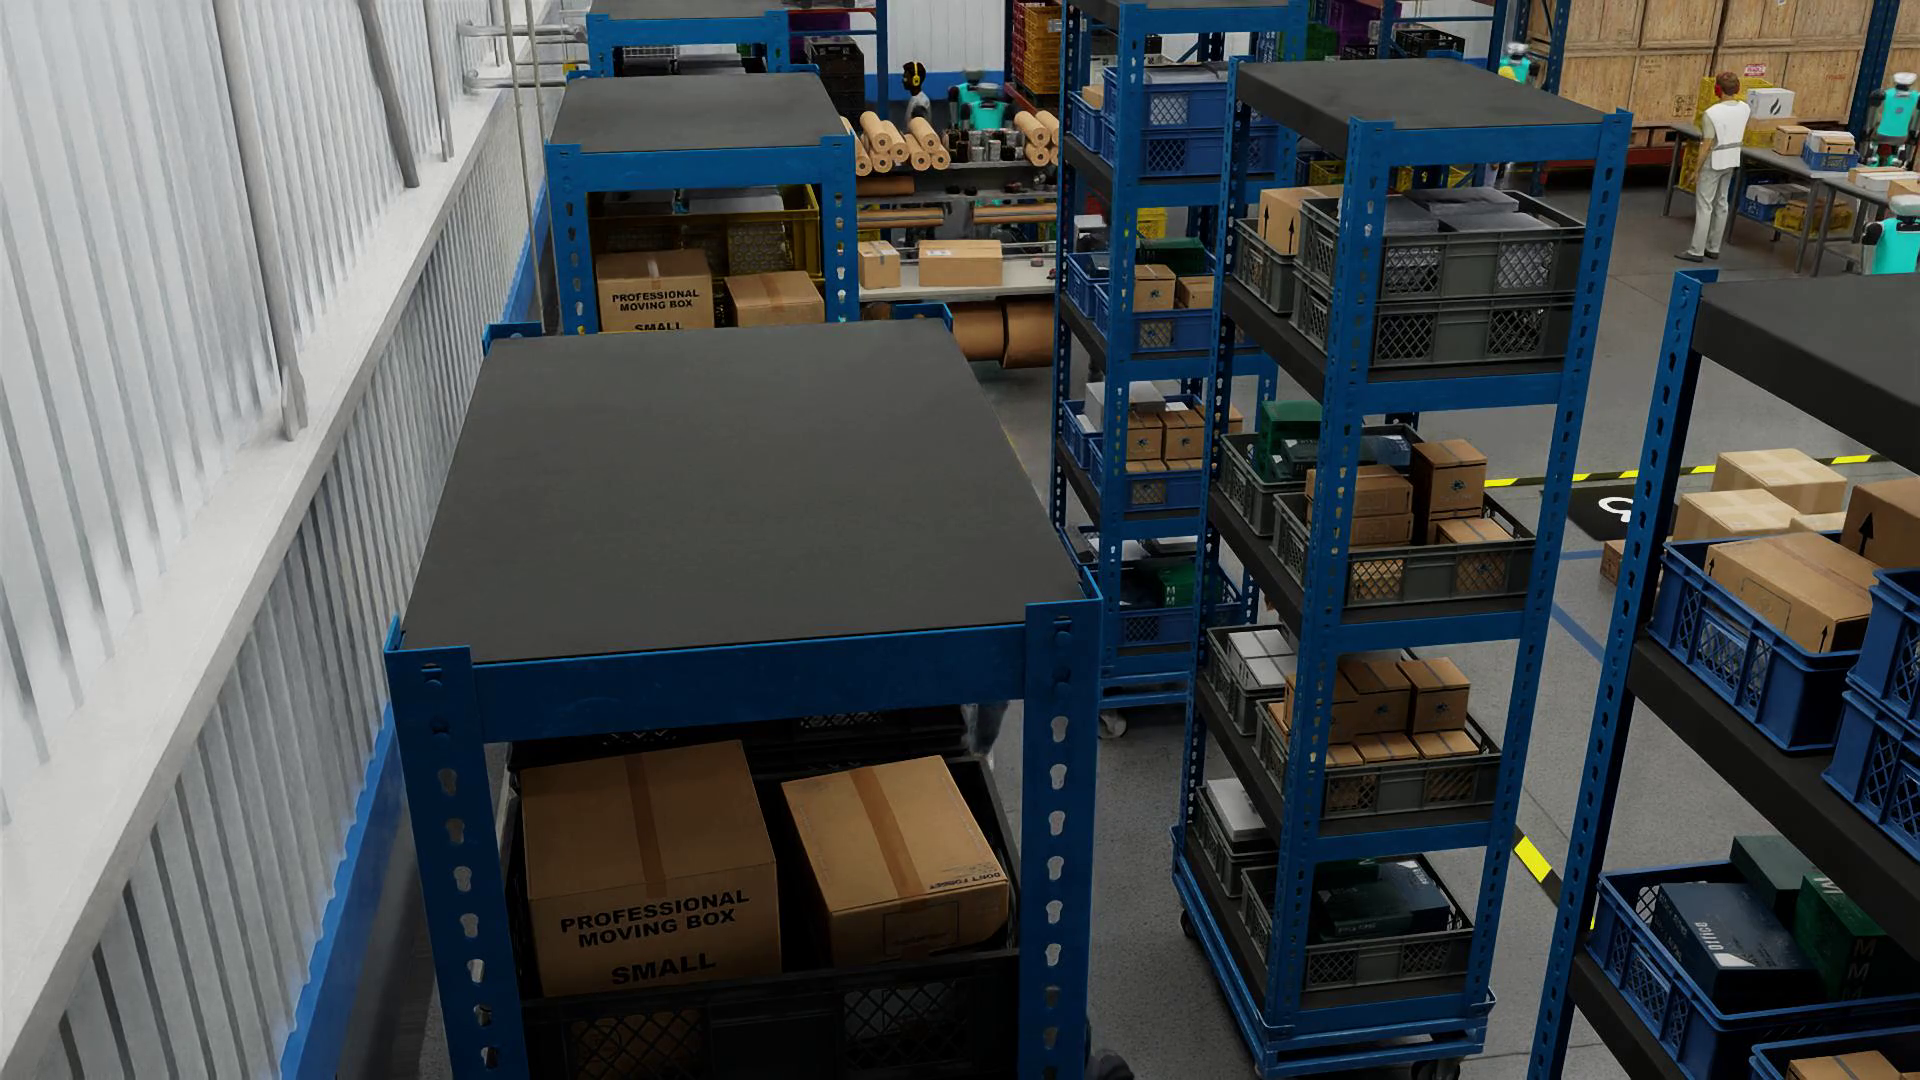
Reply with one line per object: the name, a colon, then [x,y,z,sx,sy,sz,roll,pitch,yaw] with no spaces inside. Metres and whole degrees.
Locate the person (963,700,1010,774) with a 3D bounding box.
person: [0.084,0.486,7.528,0.486,1.699,0.860,-1,25,-3]

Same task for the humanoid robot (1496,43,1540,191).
humanoid robot: [6.265,-4.783,18.974,0.538,1.782,0.787,10,26,20]

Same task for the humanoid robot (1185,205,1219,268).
humanoid robot: [2.419,-3.462,16.123,0.589,1.649,0.338,1,25,2]

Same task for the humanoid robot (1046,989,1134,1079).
humanoid robot: [0.251,1.900,4.490,0.604,1.642,0.477,-15,29,-29]

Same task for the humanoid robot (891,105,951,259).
humanoid robot: [-0.372,-3.327,15.903,0.584,1.657,0.680,1,25,3]

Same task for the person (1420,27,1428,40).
person: [5.247,-4.995,19.295,0.628,1.833,0.431,-8,26,-17]

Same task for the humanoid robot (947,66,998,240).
humanoid robot: [0.190,-3.885,17.003,0.531,1.809,0.654,-8,26,-17]

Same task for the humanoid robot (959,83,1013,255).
humanoid robot: [0.263,-3.448,16.083,0.546,1.800,0.807,-1,25,-1]

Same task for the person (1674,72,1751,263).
person: [7.431,-3.646,16.346,0.563,1.838,0.390,-12,27,-24]

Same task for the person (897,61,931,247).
person: [-0.454,-3.873,16.802,0.327,1.871,0.514,-5,25,-11]

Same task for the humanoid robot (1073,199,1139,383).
humanoid robot: [1.091,-1.695,12.304,0.613,1.647,0.396,5,25,10]

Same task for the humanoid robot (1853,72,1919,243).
humanoid robot: [9.579,-4.025,17.316,0.545,1.763,0.946,8,26,16]

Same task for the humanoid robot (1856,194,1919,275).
humanoid robot: [6.638,-1.544,11.734,0.533,1.680,0.735,0,25,0]

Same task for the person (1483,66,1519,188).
person: [5.504,-3.976,17.144,0.307,1.772,0.524,6,25,13]

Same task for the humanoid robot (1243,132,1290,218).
humanoid robot: [2.916,-3.518,16.243,0.599,1.655,0.357,4,25,9]

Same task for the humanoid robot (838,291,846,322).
humanoid robot: [-0.922,-0.739,10.172,0.561,1.788,0.799,-8,26,-17]

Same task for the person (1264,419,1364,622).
person: [1.740,0.193,7.986,0.588,1.851,0.386,-2,25,-3]

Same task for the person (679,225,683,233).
person: [-2.039,-2.494,13.859,0.523,1.827,0.915,-16,29,-30]

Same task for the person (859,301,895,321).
person: [-0.410,-0.448,9.408,0.483,1.824,0.524,13,28,27]
